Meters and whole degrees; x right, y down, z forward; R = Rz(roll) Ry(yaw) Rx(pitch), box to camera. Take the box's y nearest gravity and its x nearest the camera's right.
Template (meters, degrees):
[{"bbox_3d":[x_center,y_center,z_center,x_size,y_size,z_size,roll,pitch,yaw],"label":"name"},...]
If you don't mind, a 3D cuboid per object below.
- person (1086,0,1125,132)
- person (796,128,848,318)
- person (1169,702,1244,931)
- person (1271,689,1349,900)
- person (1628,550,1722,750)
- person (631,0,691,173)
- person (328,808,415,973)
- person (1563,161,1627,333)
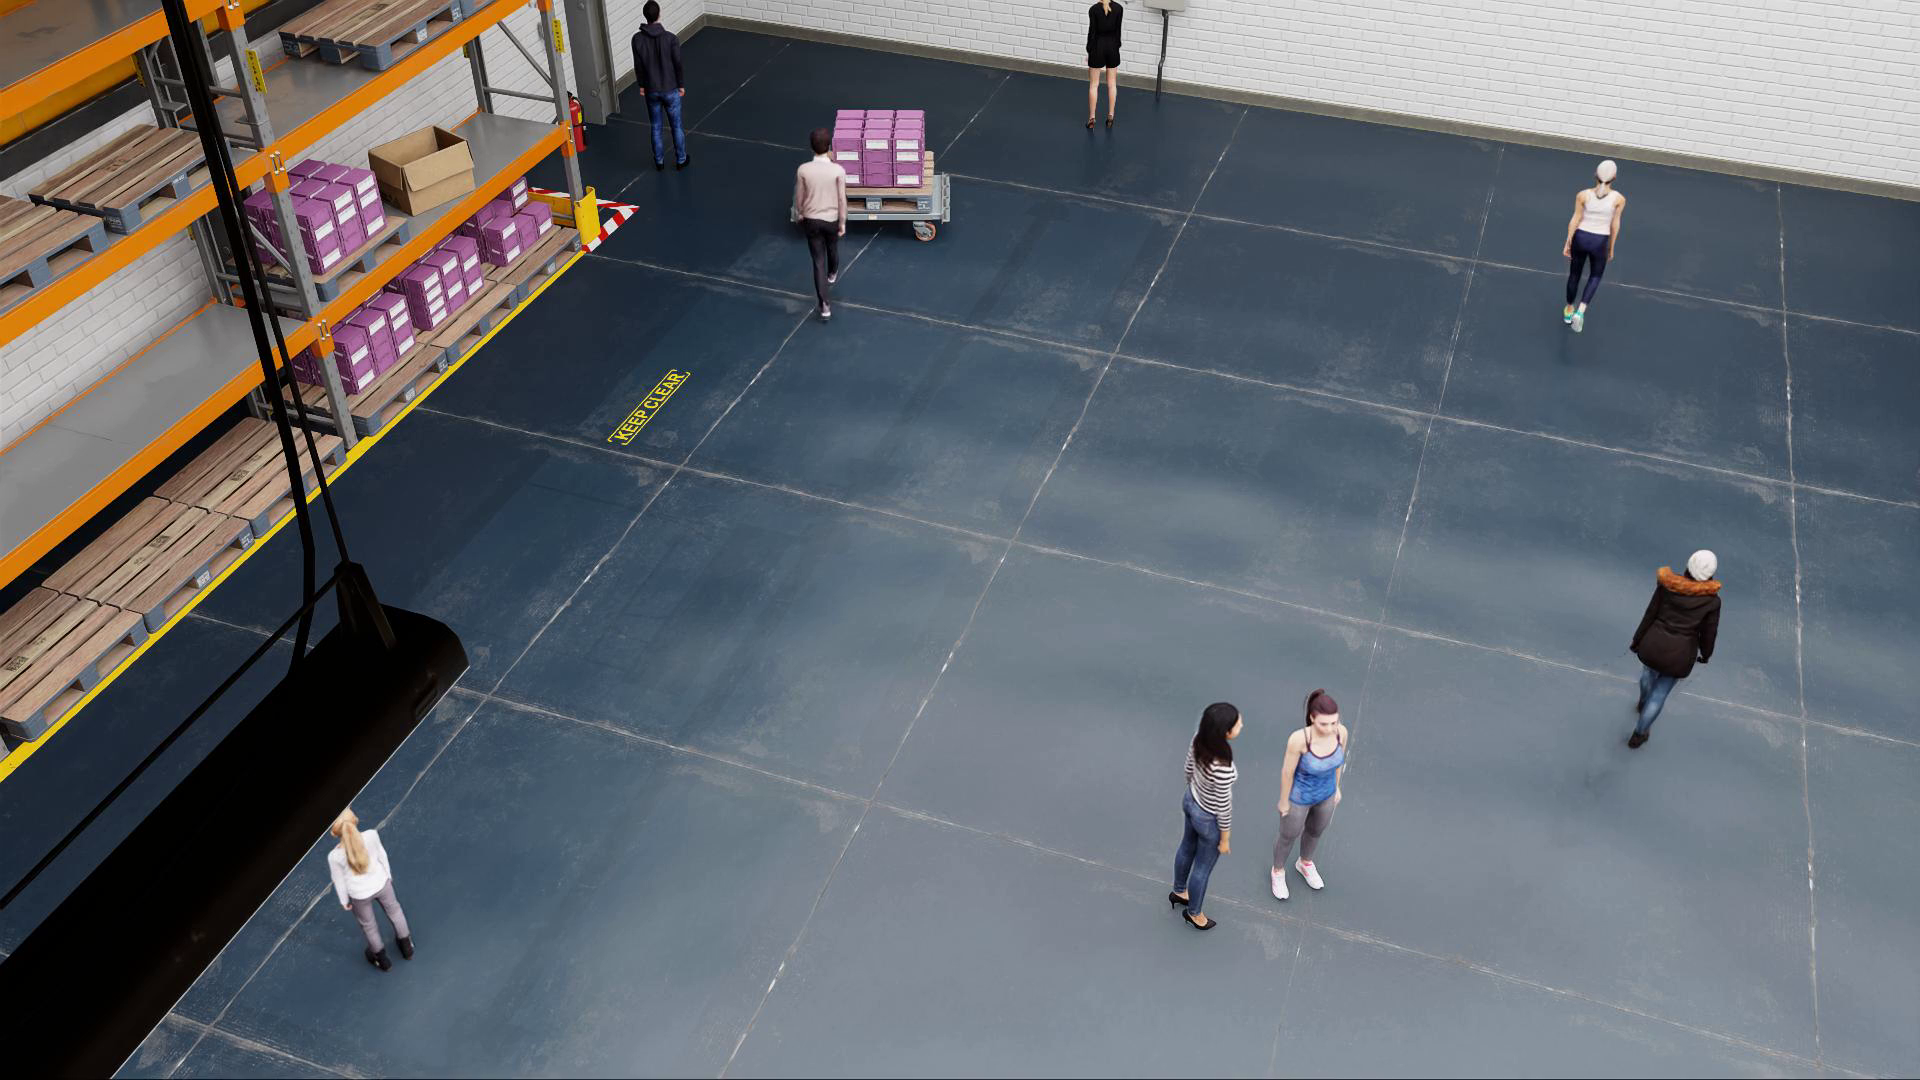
[{"bbox_3d":[1.633,-5.555,19.004,0.656,1.768,0.679,-9,39,-11],"label":"person"},{"bbox_3d":[-1.320,-2.980,15.792,0.965,1.754,1.289,-1,39,-2],"label":"person"},{"bbox_3d":[1.470,1.649,9.962,0.733,1.795,0.646,-12,40,-14],"label":"person"},{"bbox_3d":[2.151,1.561,10.222,0.661,1.609,0.705,-12,40,-14],"label":"person"},{"bbox_3d":[4.753,0.766,11.213,0.793,1.614,0.929,27,46,30],"label":"person"},{"bbox_3d":[-3.260,-4.934,18.125,0.747,1.895,0.712,-1,39,-2],"label":"person"},{"bbox_3d":[-3.505,2.065,9.861,0.538,1.273,0.621,-27,46,-29],"label":"person"},{"bbox_3d":[5.866,-2.696,15.486,0.613,1.692,0.904,13,41,16],"label":"person"}]
